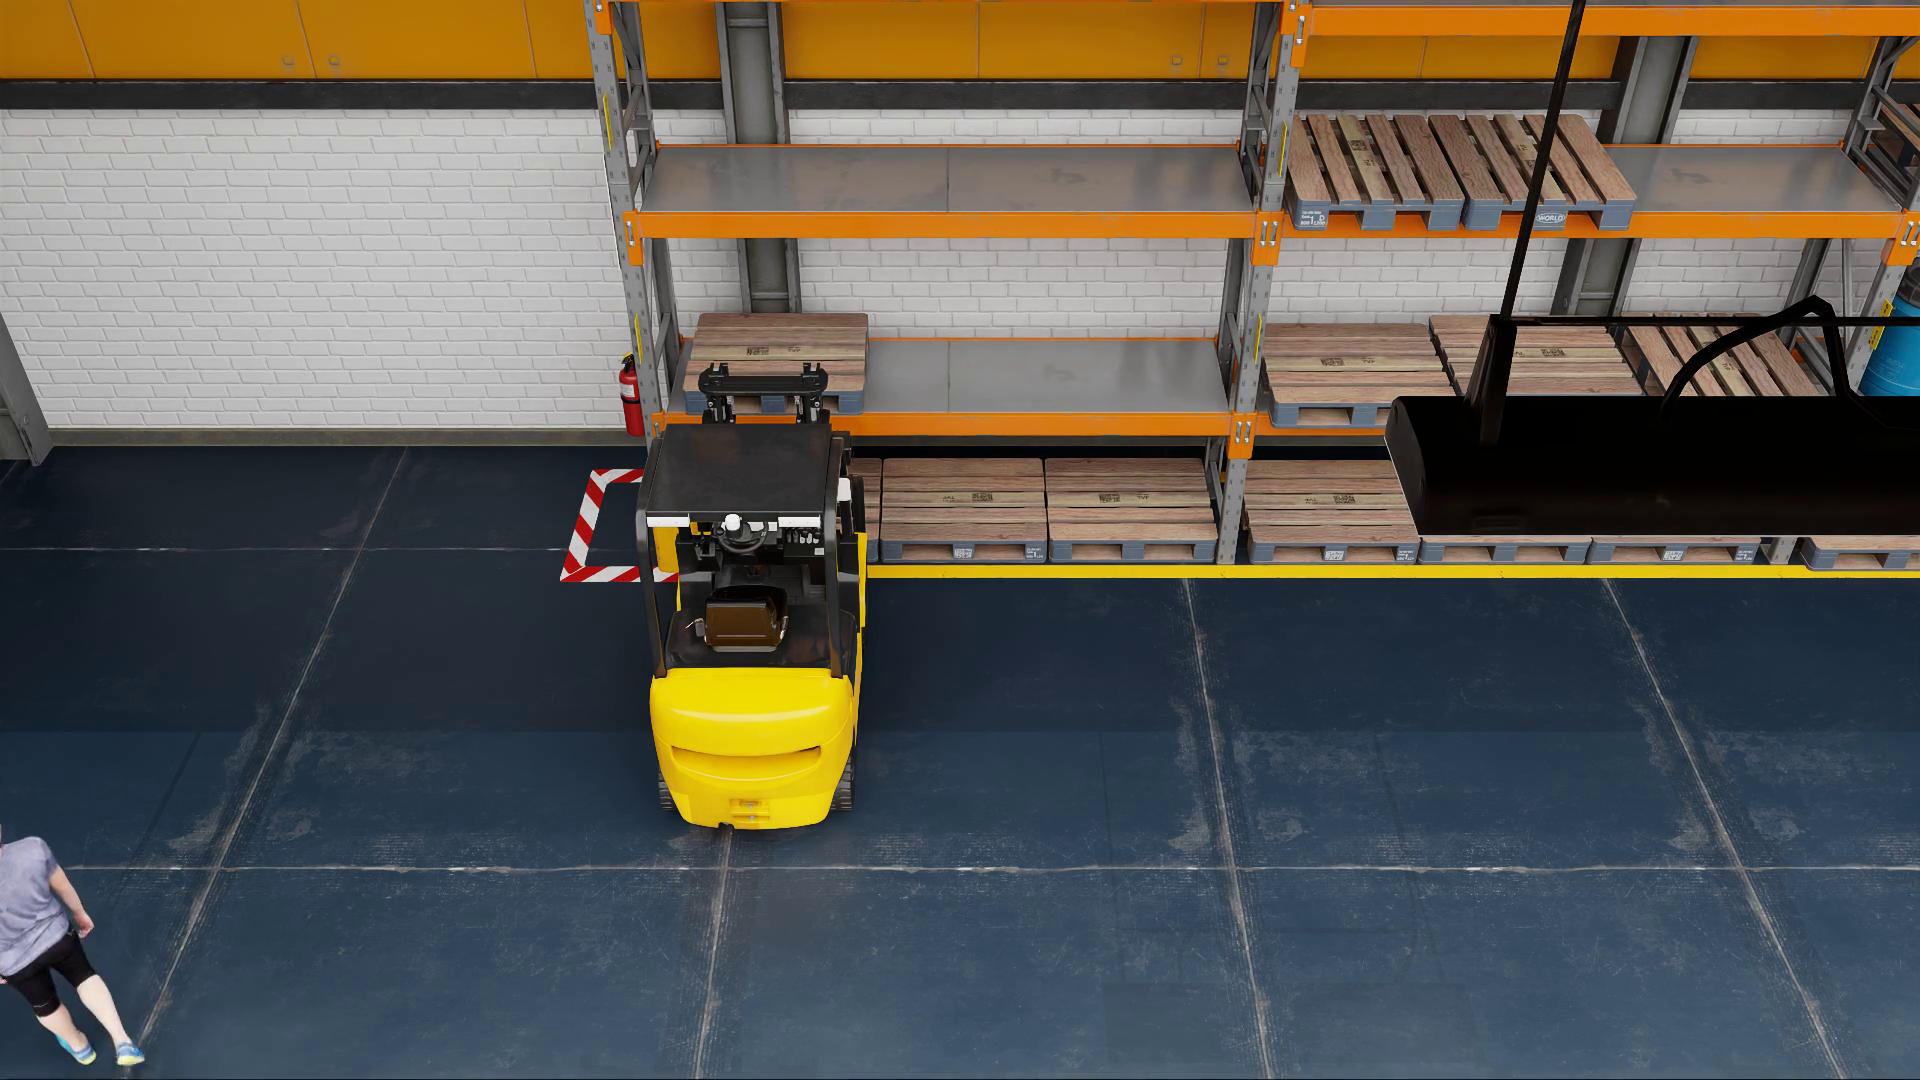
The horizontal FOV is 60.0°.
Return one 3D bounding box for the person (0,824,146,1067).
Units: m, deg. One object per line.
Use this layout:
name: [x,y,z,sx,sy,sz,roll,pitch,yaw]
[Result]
person: [-4.508,2.044,8.177,1.064,1.872,0.985,29,47,31]
